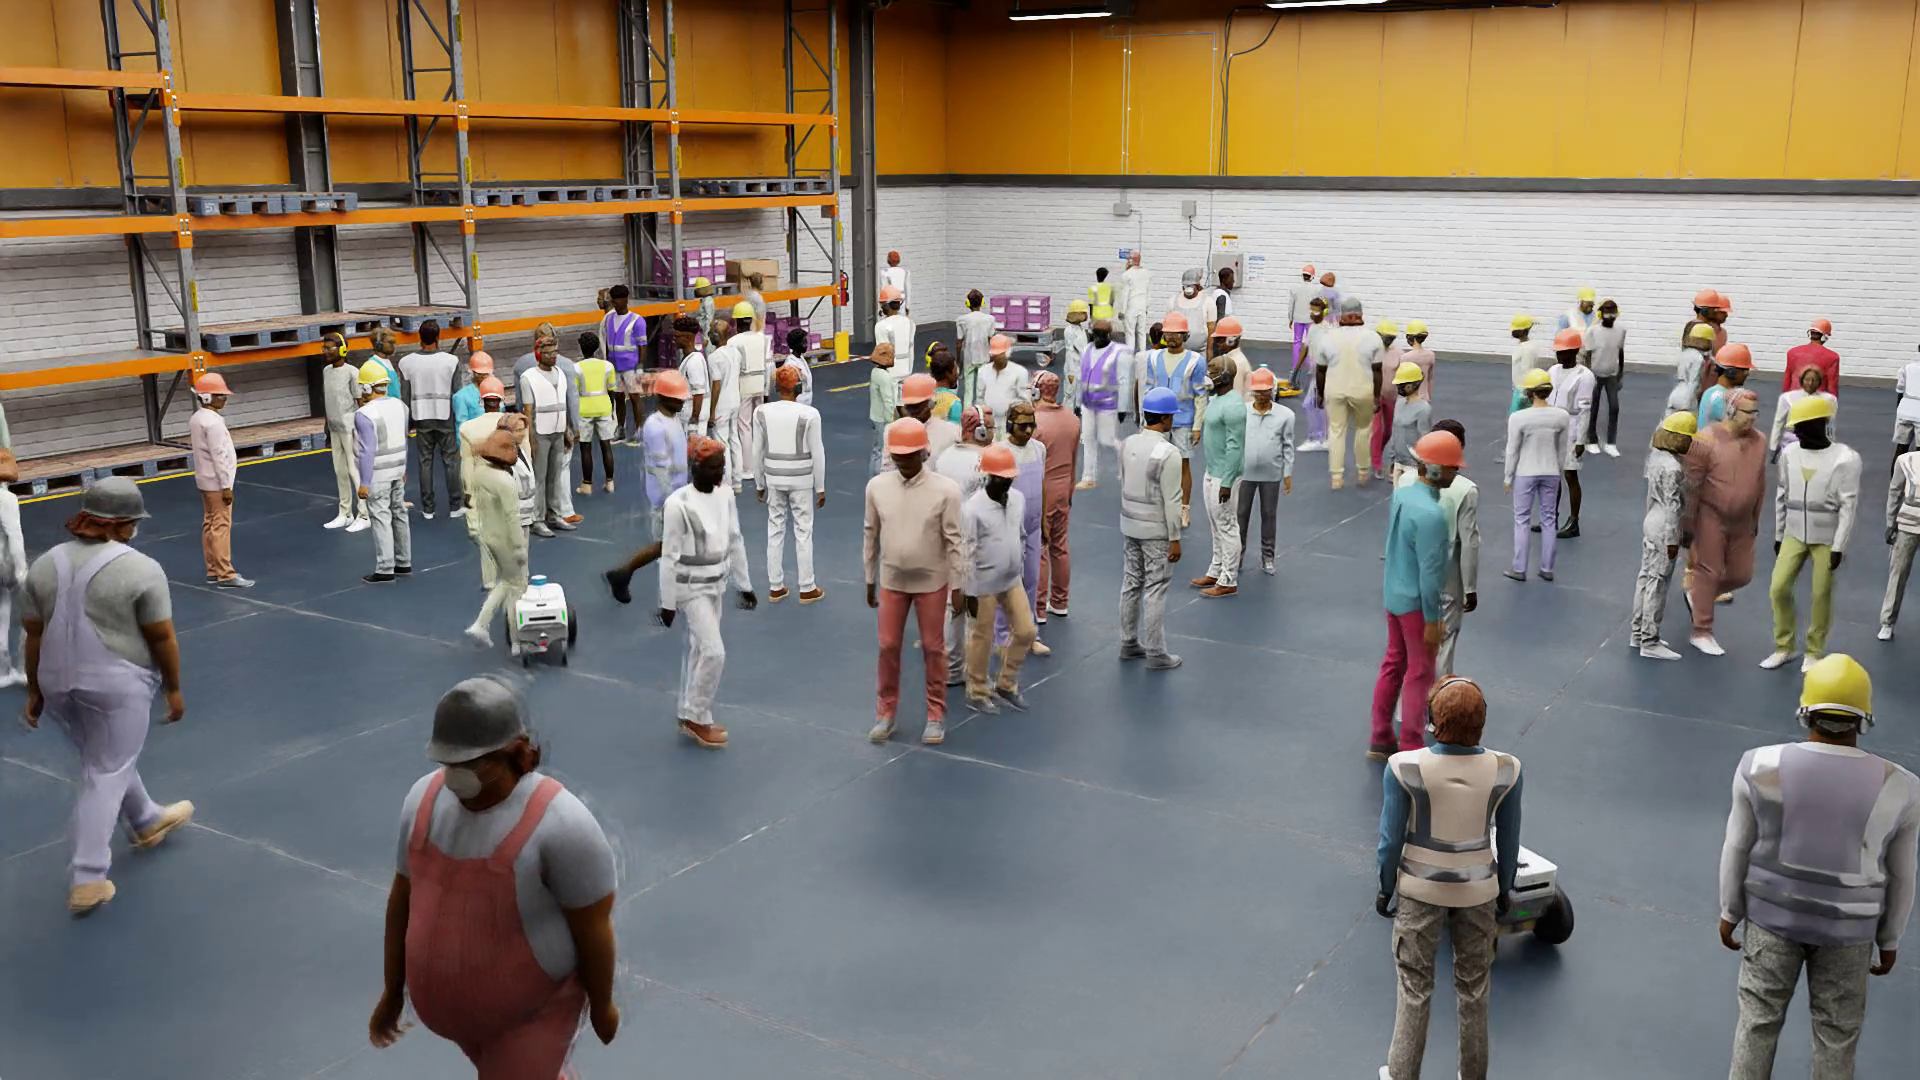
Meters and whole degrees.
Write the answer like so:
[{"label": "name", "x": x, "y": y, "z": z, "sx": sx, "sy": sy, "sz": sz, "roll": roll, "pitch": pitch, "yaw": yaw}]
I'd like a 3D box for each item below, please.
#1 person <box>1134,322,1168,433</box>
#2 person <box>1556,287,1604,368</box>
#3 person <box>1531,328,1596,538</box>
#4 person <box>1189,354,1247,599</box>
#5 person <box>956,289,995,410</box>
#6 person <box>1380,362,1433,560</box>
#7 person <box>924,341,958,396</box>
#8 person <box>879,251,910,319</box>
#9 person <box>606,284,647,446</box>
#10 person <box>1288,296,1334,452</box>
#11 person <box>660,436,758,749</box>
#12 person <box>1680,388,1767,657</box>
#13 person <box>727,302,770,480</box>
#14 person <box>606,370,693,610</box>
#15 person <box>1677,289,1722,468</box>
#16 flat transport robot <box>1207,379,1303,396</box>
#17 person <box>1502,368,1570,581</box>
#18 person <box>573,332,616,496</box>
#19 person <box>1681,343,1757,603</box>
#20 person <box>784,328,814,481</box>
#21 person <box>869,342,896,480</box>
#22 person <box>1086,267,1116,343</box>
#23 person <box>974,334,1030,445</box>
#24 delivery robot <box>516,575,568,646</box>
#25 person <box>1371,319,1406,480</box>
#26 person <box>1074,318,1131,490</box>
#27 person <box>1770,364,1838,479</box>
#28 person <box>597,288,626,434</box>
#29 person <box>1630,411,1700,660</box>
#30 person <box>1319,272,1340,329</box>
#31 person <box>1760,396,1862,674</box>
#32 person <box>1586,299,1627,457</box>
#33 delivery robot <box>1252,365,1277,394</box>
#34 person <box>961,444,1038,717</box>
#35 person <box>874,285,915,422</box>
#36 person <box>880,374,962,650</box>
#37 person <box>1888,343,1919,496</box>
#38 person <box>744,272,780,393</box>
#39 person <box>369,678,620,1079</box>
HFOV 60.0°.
[{"label": "person", "x": 1.956, "y": -1.256, "z": 16.673, "sx": 0.344, "sy": 1.857, "sz": 0.525, "roll": -12, "pitch": 18, "yaw": -42}, {"label": "person", "x": 8.154, "y": -2.382, "z": 21.682, "sx": 0.621, "sy": 1.785, "sz": 0.898, "roll": -2, "pitch": 13, "yaw": -8}, {"label": "person", "x": 5.547, "y": -0.983, "z": 15.322, "sx": 0.387, "sy": 1.929, "sz": 0.546, "roll": -5, "pitch": 14, "yaw": -22}, {"label": "person", "x": 2.075, "y": -0.506, "z": 13.224, "sx": 0.369, "sy": 1.939, "sz": 0.631, "roll": -1, "pitch": 13, "yaw": -5}, {"label": "person", "x": 0.199, "y": -2.182, "z": 20.677, "sx": 0.508, "sy": 1.860, "sz": 0.334, "roll": -1, "pitch": 13, "yaw": -4}, {"label": "person", "x": 3.824, "y": -0.646, "z": 14.234, "sx": 0.345, "sy": 1.758, "sz": 0.532, "roll": -4, "pitch": 13, "yaw": -15}, {"label": "person", "x": -0.207, "y": -0.837, "z": 14.818, "sx": 0.508, "sy": 1.869, "sz": 0.329, "roll": -10, "pitch": 16, "yaw": -36}, {"label": "person", "x": -1.121, "y": -4.008, "z": 28.530, "sx": 0.584, "sy": 1.883, "sz": 0.337, "roll": -7, "pitch": 15, "yaw": -28}, {"label": "person", "x": -4.072, "y": -2.117, "z": 20.168, "sx": 0.603, "sy": 1.959, "sz": 0.377, "roll": 7, "pitch": 15, "yaw": 29}, {"label": "person", "x": 4.173, "y": -1.947, "z": 19.645, "sx": 0.547, "sy": 1.852, "sz": 0.532, "roll": -2, "pitch": 13, "yaw": -8}, {"label": "person", "x": -1.486, "y": 0.307, "z": 9.848, "sx": 0.566, "sy": 1.865, "sz": 0.603, "roll": 6, "pitch": 14, "yaw": 24}, {"label": "person", "x": 5.375, "y": -0.153, "z": 11.798, "sx": 0.670, "sy": 1.888, "sz": 0.577, "roll": -3, "pitch": 13, "yaw": -13}, {"label": "person", "x": -2.313, "y": -1.612, "z": 18.050, "sx": 0.384, "sy": 1.924, "sz": 0.594, "roll": 11, "pitch": 17, "yaw": 39}, {"label": "person", "x": -2.301, "y": -0.363, "z": 12.691, "sx": 0.773, "sy": 1.906, "sz": 0.543, "roll": 3, "pitch": 13, "yaw": 13}, {"label": "person", "x": 8.136, "y": -1.744, "z": 18.363, "sx": 0.397, "sy": 2.044, "sz": 0.609, "roll": 2, "pitch": 13, "yaw": 7}, {"label": "flat transport robot", "x": 4.318, "y": -2.304, "z": 24.679, "sx": 0.652, "sy": 0.197, "sz": 1.431, "roll": -11, "pitch": 17, "yaw": -40}, {"label": "person", "x": 4.747, "y": -0.537, "z": 13.752, "sx": 0.526, "sy": 1.762, "sz": 0.335, "roll": -1, "pitch": 13, "yaw": -5}, {"label": "person", "x": -3.808, "y": -1.305, "z": 17.221, "sx": 0.541, "sy": 1.696, "sz": 0.316, "roll": -10, "pitch": 16, "yaw": -36}, {"label": "person", "x": 5.992, "y": -0.536, "z": 13.130, "sx": 0.398, "sy": 2.041, "sz": 0.605, "roll": 3, "pitch": 13, "yaw": 14}, {"label": "person", "x": -1.714, "y": -1.396, "z": 17.610, "sx": 0.316, "sy": 1.697, "sz": 0.542, "roll": 1, "pitch": 13, "yaw": 5}, {"label": "person", "x": -0.774, "y": -1.190, "z": 16.857, "sx": 0.266, "sy": 1.631, "sz": 0.507, "roll": -4, "pitch": 14, "yaw": -17}, {"label": "person", "x": 2.404, "y": -3.754, "z": 27.928, "sx": 0.527, "sy": 1.655, "sz": 0.828, "roll": -4, "pitch": 13, "yaw": -16}, {"label": "person", "x": 0.423, "y": -1.221, "z": 16.773, "sx": 0.594, "sy": 1.732, "sz": 0.441, "roll": 7, "pitch": 15, "yaw": 27}, {"label": "delivery robot", "x": -2.956, "y": 0.492, "z": 11.722, "sx": 0.477, "sy": 0.478, "sz": 0.707, "roll": -4, "pitch": 13, "yaw": -16}, {"label": "person", "x": 4.624, "y": -1.564, "z": 18.257, "sx": 0.536, "sy": 1.741, "sz": 0.707, "roll": -1, "pitch": 13, "yaw": -4}, {"label": "person", "x": 1.525, "y": -1.434, "z": 17.525, "sx": 0.653, "sy": 1.820, "sz": 0.607, "roll": 13, "pitch": 18, "yaw": 44}, {"label": "person", "x": 7.786, "y": -0.837, "z": 15.385, "sx": 0.527, "sy": 1.612, "sz": 0.770, "roll": 6, "pitch": 14, "yaw": 23}, {"label": "person", "x": -4.405, "y": -2.259, "z": 21.031, "sx": 0.343, "sy": 1.847, "sz": 0.507, "roll": -1, "pitch": 13, "yaw": -3}, {"label": "person", "x": 4.953, "y": -0.040, "z": 11.650, "sx": 0.305, "sy": 1.735, "sz": 0.493, "roll": 2, "pitch": 13, "yaw": 8}, {"label": "person", "x": 5.982, "y": -3.594, "z": 27.326, "sx": 0.556, "sy": 1.613, "sz": 0.354, "roll": 10, "pitch": 17, "yaw": 38}, {"label": "person", "x": 5.704, "y": -0.012, "z": 11.205, "sx": 0.578, "sy": 1.887, "sz": 0.579, "roll": -11, "pitch": 17, "yaw": -39}, {"label": "person", "x": 7.545, "y": -1.886, "z": 19.432, "sx": 0.527, "sy": 1.833, "sz": 0.695, "roll": 1, "pitch": 13, "yaw": 3}, {"label": "delivery robot", "x": 4.305, "y": -2.242, "z": 23.579, "sx": 0.477, "sy": 0.478, "sz": 0.707, "roll": 2, "pitch": 13, "yaw": 7}, {"label": "person", "x": 0.252, "y": 0.262, "z": 10.333, "sx": 0.601, "sy": 1.731, "sz": 0.506, "roll": -12, "pitch": 18, "yaw": -43}, {"label": "person", "x": -0.775, "y": -1.857, "z": 18.854, "sx": 0.393, "sy": 2.041, "sz": 0.613, "roll": 10, "pitch": 16, "yaw": 37}, {"label": "person", "x": -0.288, "y": -0.195, "z": 11.834, "sx": 0.606, "sy": 1.948, "sz": 0.936, "roll": 5, "pitch": 14, "yaw": 21}, {"label": "person", "x": 9.776, "y": -1.238, "z": 16.953, "sx": 0.319, "sy": 1.687, "sz": 0.539, "roll": -6, "pitch": 14, "yaw": -25}, {"label": "person", "x": -2.913, "y": -3.023, "z": 24.462, "sx": 0.937, "sy": 1.795, "sz": 0.514, "roll": -9, "pitch": 16, "yaw": -35}, {"label": "person", "x": -1.399, "y": 1.319, "z": 5.086, "sx": 0.690, "sy": 2.000, "sz": 1.036, "roll": 7, "pitch": 15, "yaw": 28}]
